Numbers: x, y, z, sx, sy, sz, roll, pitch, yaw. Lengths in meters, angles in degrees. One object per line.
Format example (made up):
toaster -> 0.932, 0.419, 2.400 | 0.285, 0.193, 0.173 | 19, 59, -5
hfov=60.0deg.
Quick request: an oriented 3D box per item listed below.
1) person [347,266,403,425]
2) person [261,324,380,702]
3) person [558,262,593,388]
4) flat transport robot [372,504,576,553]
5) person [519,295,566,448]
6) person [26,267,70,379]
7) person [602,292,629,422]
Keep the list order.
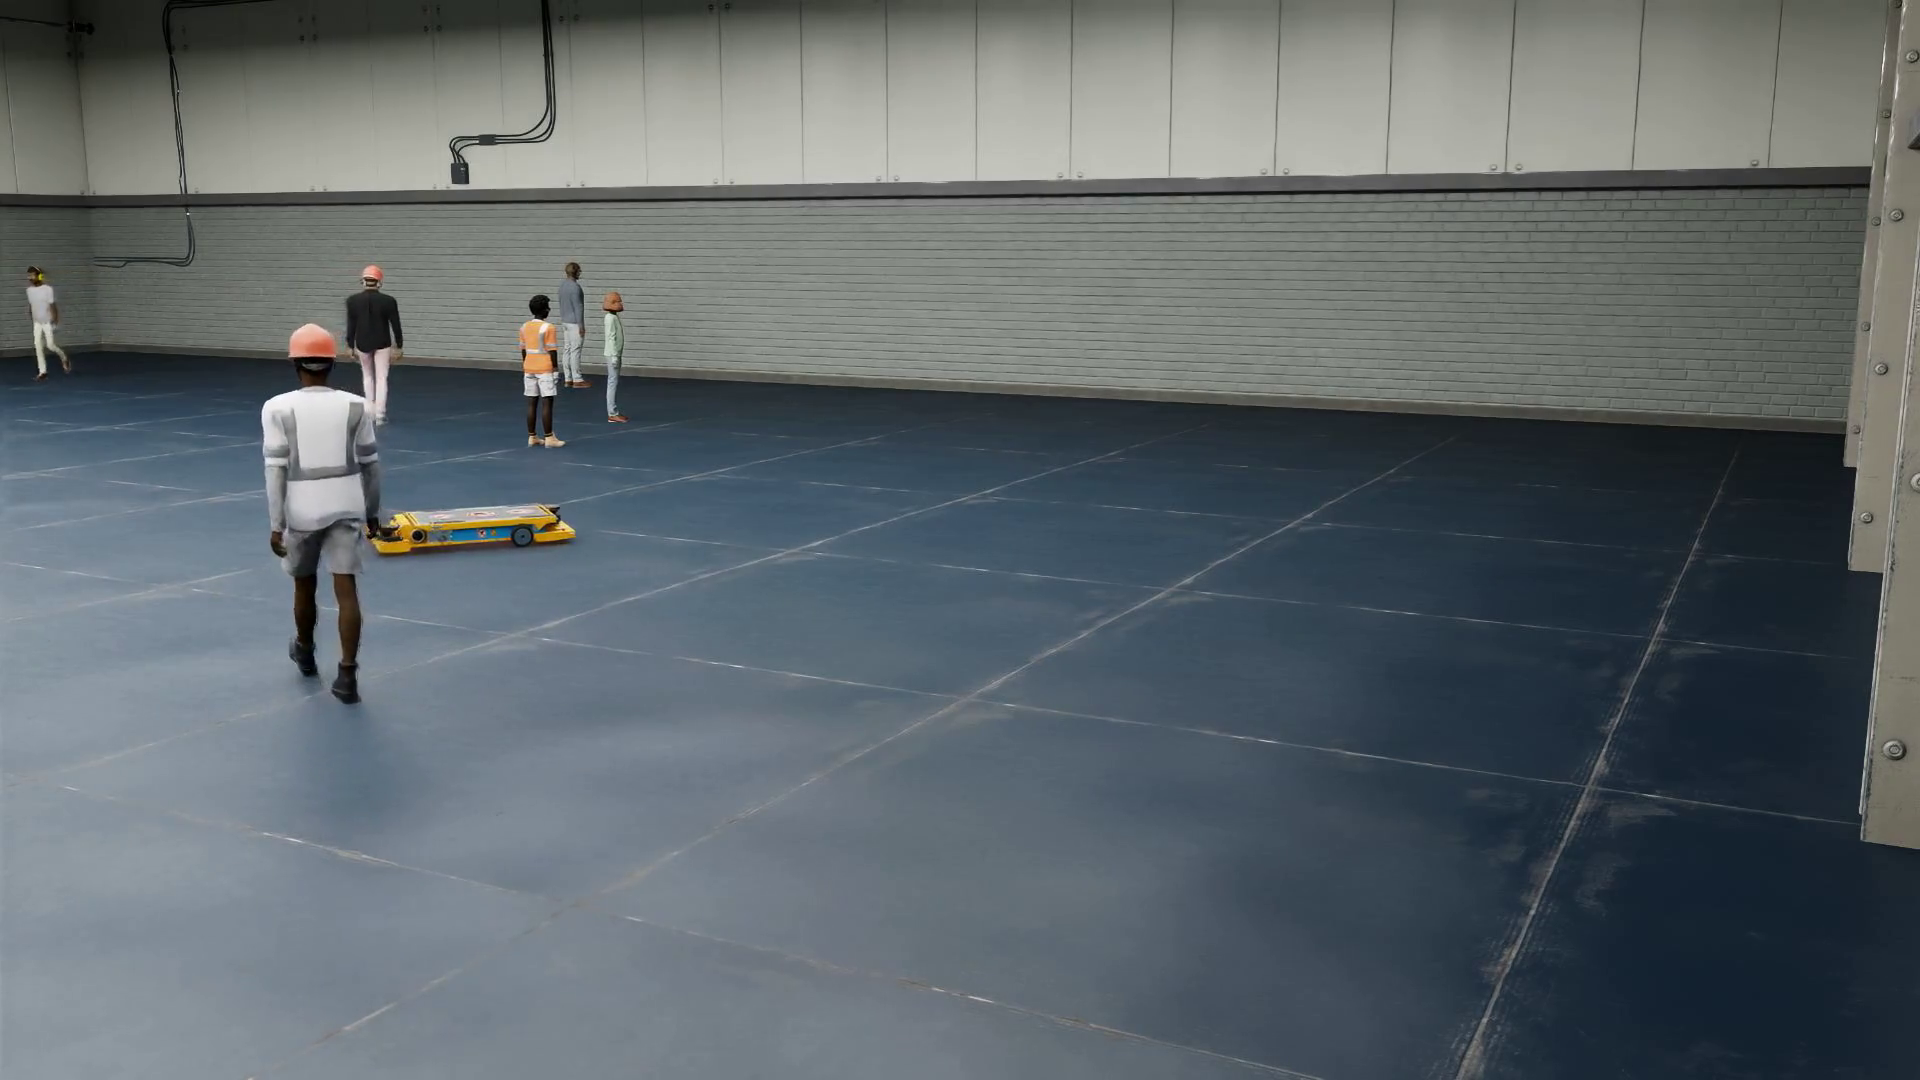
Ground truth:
person -> -7.308, -2.442, 20.854 | 0.653, 1.964, 0.756 | -1, 10, -7
person -> -3.307, -0.162, 8.624 | 0.576, 1.887, 0.963 | -6, 12, -30
person -> -5.979, -3.324, 25.747 | 0.370, 1.941, 0.627 | -8, 13, -36
flat transport robot -> -3.730, -0.102, 12.726 | 1.431, 0.197, 0.652 | -5, 11, -24
person -> -4.654, -1.869, 18.476 | 0.537, 1.695, 0.321 | 7, 12, 33
person -> -15.037, -3.578, 27.401 | 0.539, 1.846, 0.628 | 1, 10, 8
person -> -4.361, -2.309, 21.043 | 0.279, 1.635, 0.507 | -1, 10, -7
